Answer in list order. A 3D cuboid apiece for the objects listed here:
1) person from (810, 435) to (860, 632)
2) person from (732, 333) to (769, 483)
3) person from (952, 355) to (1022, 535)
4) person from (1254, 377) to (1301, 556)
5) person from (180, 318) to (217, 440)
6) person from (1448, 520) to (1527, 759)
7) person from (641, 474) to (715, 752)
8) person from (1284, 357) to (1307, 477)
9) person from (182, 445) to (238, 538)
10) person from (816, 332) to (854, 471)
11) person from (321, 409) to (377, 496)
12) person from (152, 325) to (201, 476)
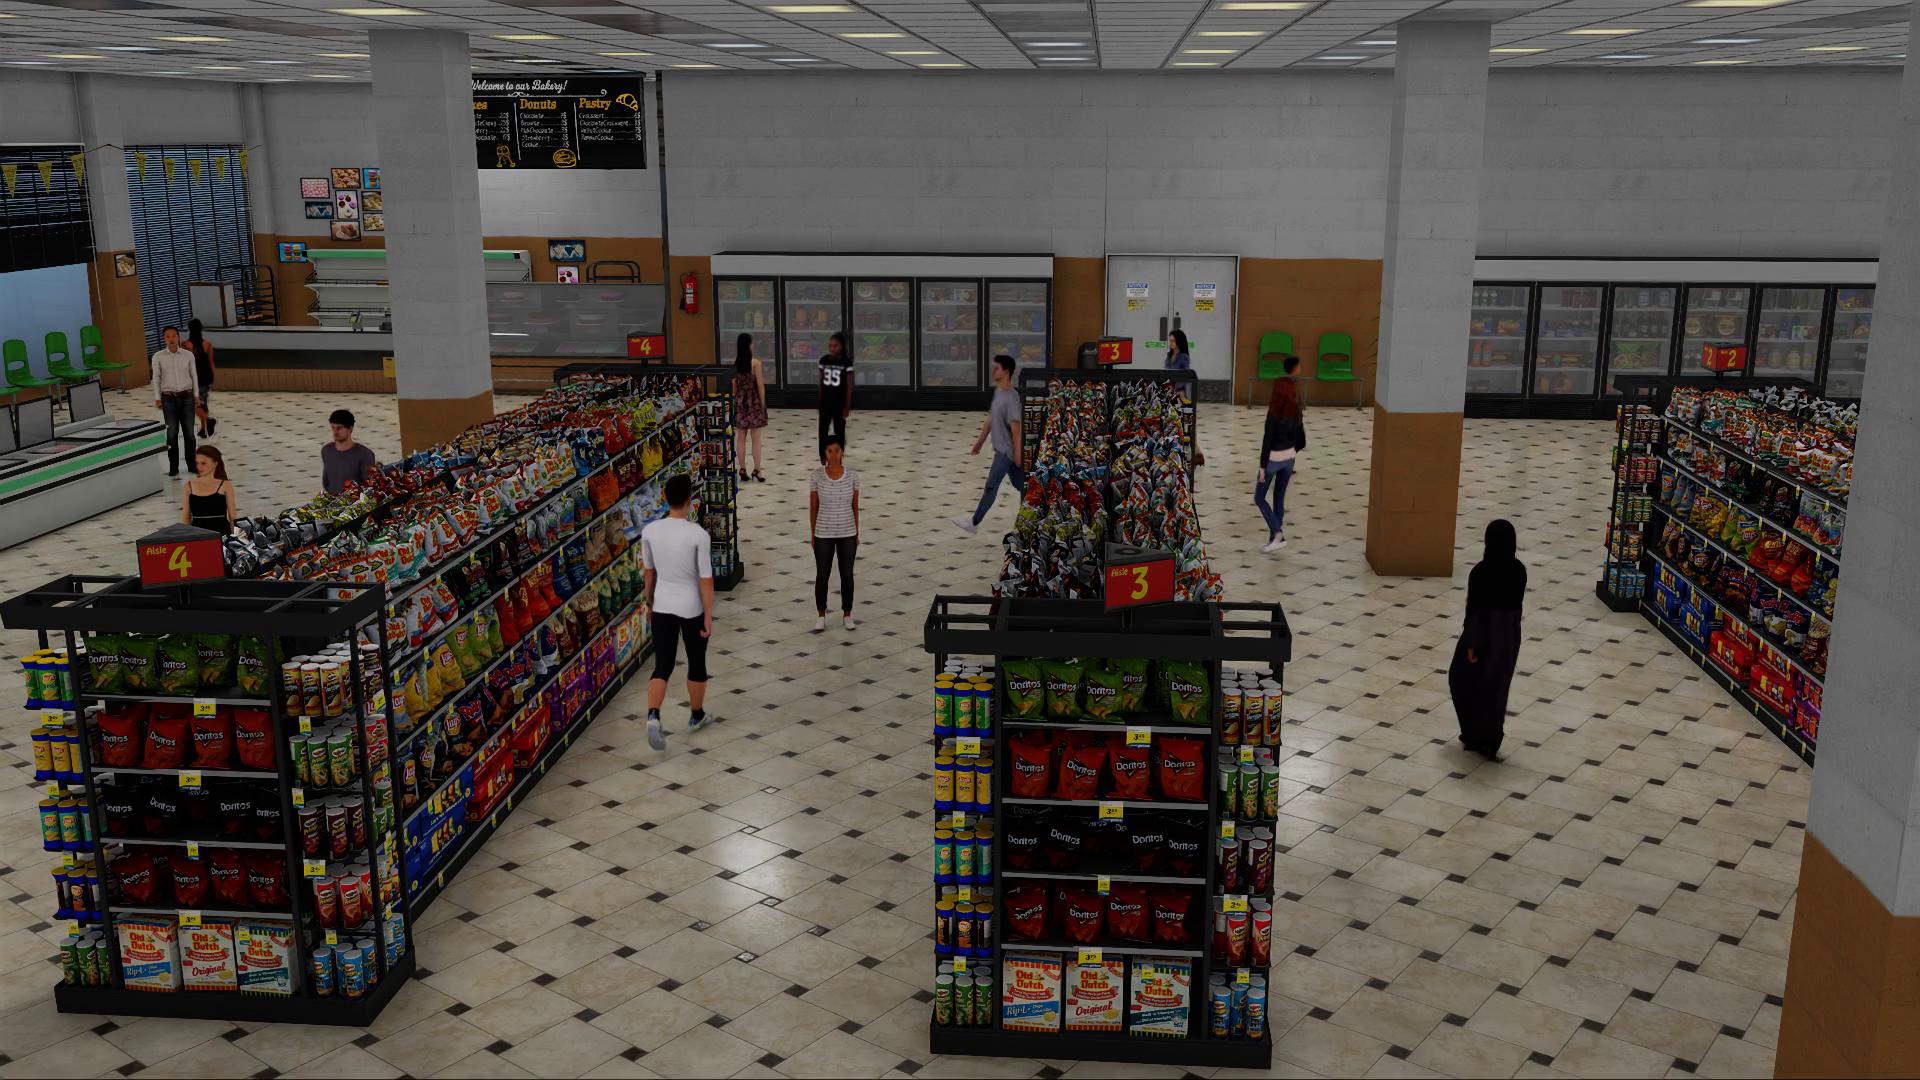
[{"bbox_3d":[-1.041,-0.063,13.813,0.619,1.645,0.600,-2,14,-9],"label":"person"},{"bbox_3d":[-2.504,-1.568,19.747,0.763,1.773,0.787,6,15,24],"label":"person"},{"bbox_3d":[0.574,-0.932,16.999,0.956,1.832,1.236,-2,14,-10],"label":"person"},{"bbox_3d":[3.126,-0.688,16.114,0.825,1.776,0.924,-7,15,-27],"label":"person"},{"bbox_3d":[-10.260,-2.159,22.441,0.932,1.651,0.958,-13,19,-43],"label":"person"},{"bbox_3d":[3.516,0.662,10.906,0.721,1.606,0.848,-3,14,-13],"label":"person"},{"bbox_3d":[-1.917,0.497,11.120,0.730,1.826,1.136,2,14,10],"label":"person"},{"bbox_3d":[3.913,-1.460,19.997,0.738,1.445,0.647,-4,14,-18],"label":"person"},{"bbox_3d":[-6.052,0.026,13.486,0.625,1.626,0.632,-2,14,-9],"label":"person"},{"bbox_3d":[-1.479,-1.654,20.220,0.721,1.717,0.886,4,14,18],"label":"person"},{"bbox_3d":[-5.086,-0.208,14.017,0.761,1.831,0.739,4,14,18],"label":"person"},{"bbox_3d":[-9.531,-1.711,20.257,0.745,1.811,0.763,-8,16,-30],"label":"person"}]
